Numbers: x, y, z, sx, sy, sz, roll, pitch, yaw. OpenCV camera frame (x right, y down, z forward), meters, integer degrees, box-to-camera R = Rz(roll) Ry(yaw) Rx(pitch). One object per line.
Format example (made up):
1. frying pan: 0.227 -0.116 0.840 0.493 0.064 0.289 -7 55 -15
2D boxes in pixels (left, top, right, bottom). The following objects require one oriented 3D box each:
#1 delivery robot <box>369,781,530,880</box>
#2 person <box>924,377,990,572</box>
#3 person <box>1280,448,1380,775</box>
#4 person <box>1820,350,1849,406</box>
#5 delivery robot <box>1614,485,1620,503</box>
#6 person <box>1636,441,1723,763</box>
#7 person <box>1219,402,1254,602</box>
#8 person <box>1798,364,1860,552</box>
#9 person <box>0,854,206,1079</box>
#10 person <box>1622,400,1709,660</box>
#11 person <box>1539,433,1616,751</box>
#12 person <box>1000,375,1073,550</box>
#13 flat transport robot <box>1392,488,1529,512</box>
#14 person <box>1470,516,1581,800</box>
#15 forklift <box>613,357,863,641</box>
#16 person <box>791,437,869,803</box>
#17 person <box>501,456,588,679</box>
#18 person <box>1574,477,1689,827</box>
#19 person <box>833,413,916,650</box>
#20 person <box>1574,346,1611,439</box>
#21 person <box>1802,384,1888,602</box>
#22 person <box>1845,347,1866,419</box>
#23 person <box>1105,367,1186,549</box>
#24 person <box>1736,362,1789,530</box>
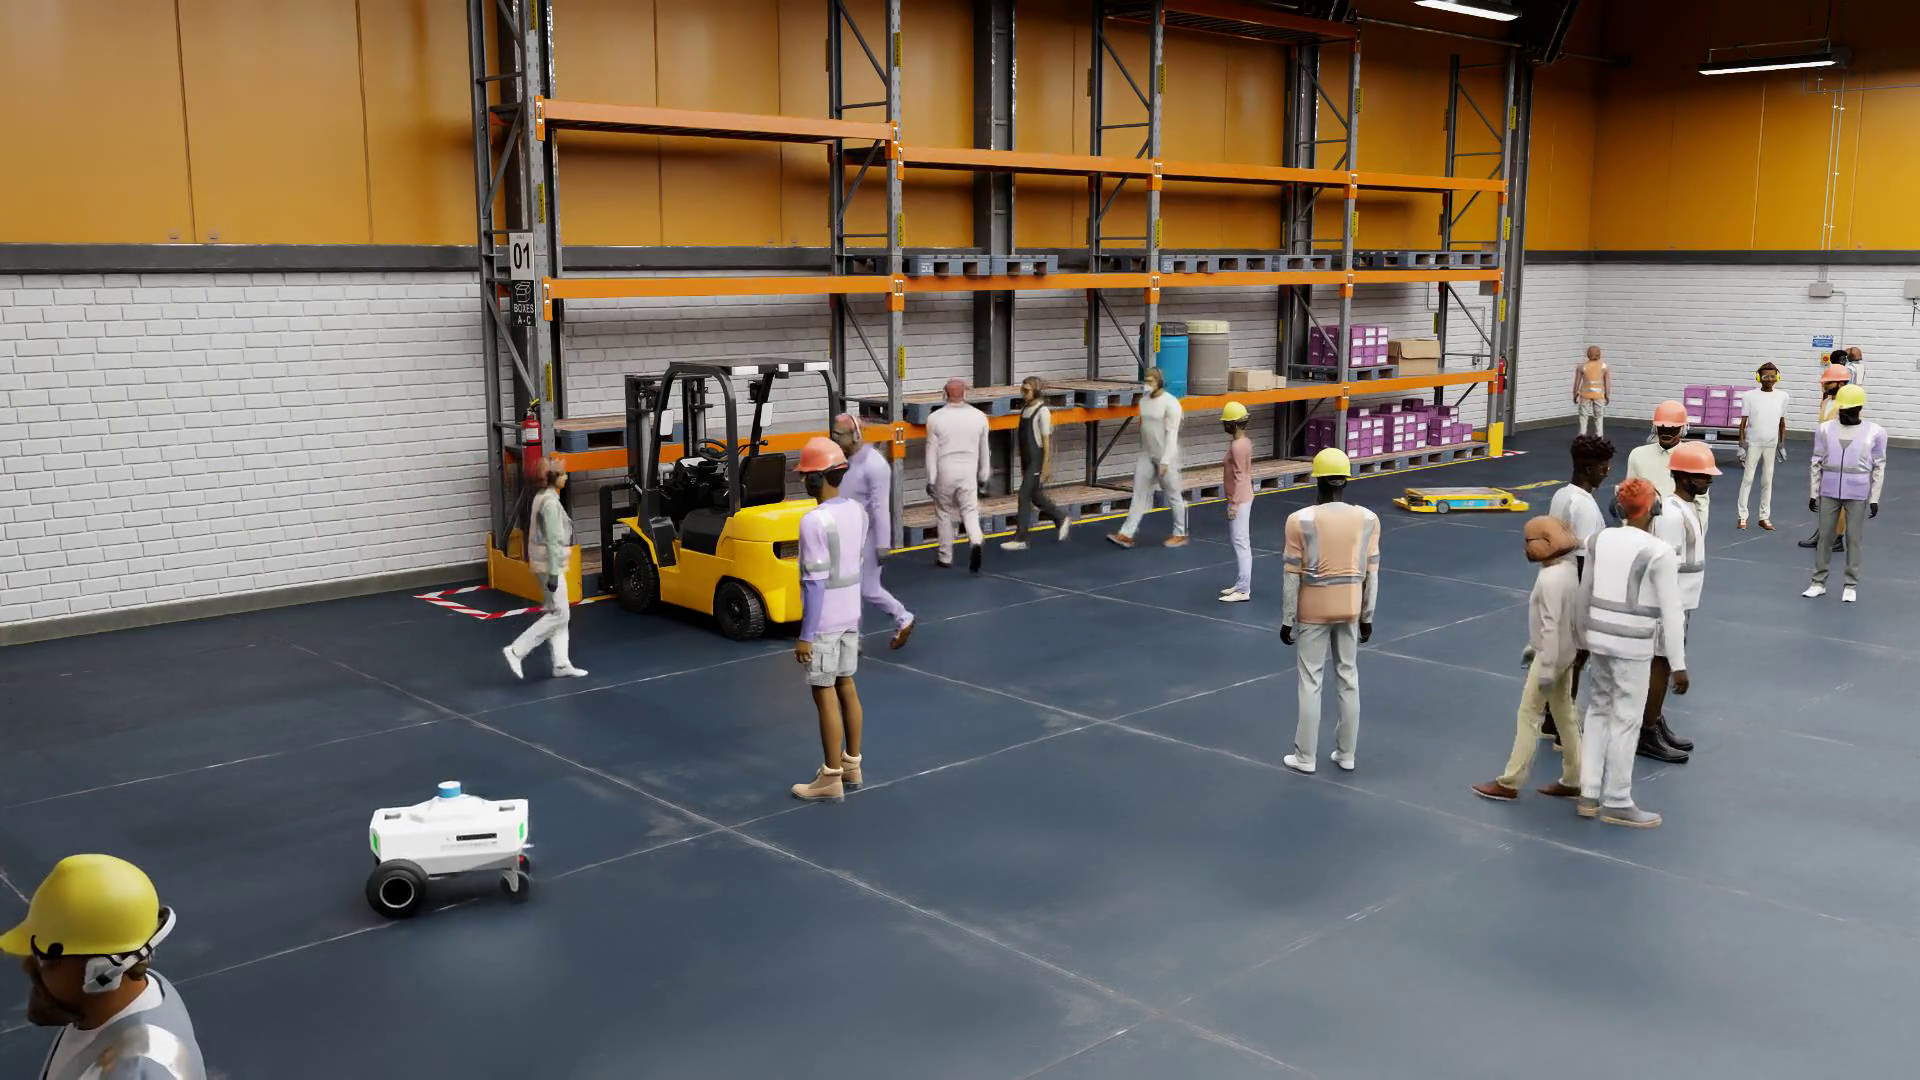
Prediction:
1. delivery robot: -2.397 1.383 7.849 0.707 0.478 0.477 -2 10 -13
2. person: -0.020 -0.618 15.972 0.653 1.880 0.799 -3 10 -16
3. person: 2.160 0.419 9.789 0.585 1.922 0.391 -2 10 -13
4. person: 12.589 -1.890 23.948 0.541 1.696 0.316 -6 12 -33
5. delivery robot: 7.835 -0.505 18.890 0.707 0.478 0.477 0 10 2
6. person: 4.346 0.365 10.047 0.375 1.935 0.550 6 11 30
7. person: 2.424 -0.335 14.650 0.323 1.765 0.532 3 10 14
8. person: 8.947 -0.840 17.098 0.361 1.935 0.553 -1 10 -5
9. person: -1.761 1.536 3.486 0.404 1.837 0.590 -6 11 -32
10. person: 5.202 -0.045 12.322 0.616 1.988 0.405 9 13 42
11. person: 3.793 0.322 10.233 0.369 1.958 0.602 1 10 3
12. person: 0.815 -0.810 17.293 0.840 1.822 0.511 -4 11 -24
13. flat transport robot: 5.987 -0.489 19.915 1.431 0.197 0.652 -1 10 -5
14. person: 3.227 0.662 9.272 0.513 1.619 0.512 6 11 30
15. forklift: -1.847 -0.414 13.852 1.214 2.155 2.313 -9 13 -42
16. person: -0.750 0.442 9.288 0.376 2.041 0.614 4 11 23
17. person: -2.971 0.216 11.823 0.532 1.626 0.522 -4 10 -20
18. person: 3.576 0.601 8.903 0.385 1.871 0.672 -4 11 -24
19. person: -0.696 -0.026 12.464 0.648 1.892 0.666 -9 13 -44
20. person: 9.936 -2.235 26.150 0.536 1.634 0.341 3 10 16
21. person: 7.789 -0.411 14.643 0.589 1.918 0.392 9 13 43
22. person: 13.799 -2.168 25.744 0.514 1.640 0.310 -7 12 -37
23. person: 1.979 -0.834 17.185 1.005 1.885 0.653 -7 12 -34
24. person: 8.898 -1.035 18.442 0.521 1.871 0.325 1 10 7
